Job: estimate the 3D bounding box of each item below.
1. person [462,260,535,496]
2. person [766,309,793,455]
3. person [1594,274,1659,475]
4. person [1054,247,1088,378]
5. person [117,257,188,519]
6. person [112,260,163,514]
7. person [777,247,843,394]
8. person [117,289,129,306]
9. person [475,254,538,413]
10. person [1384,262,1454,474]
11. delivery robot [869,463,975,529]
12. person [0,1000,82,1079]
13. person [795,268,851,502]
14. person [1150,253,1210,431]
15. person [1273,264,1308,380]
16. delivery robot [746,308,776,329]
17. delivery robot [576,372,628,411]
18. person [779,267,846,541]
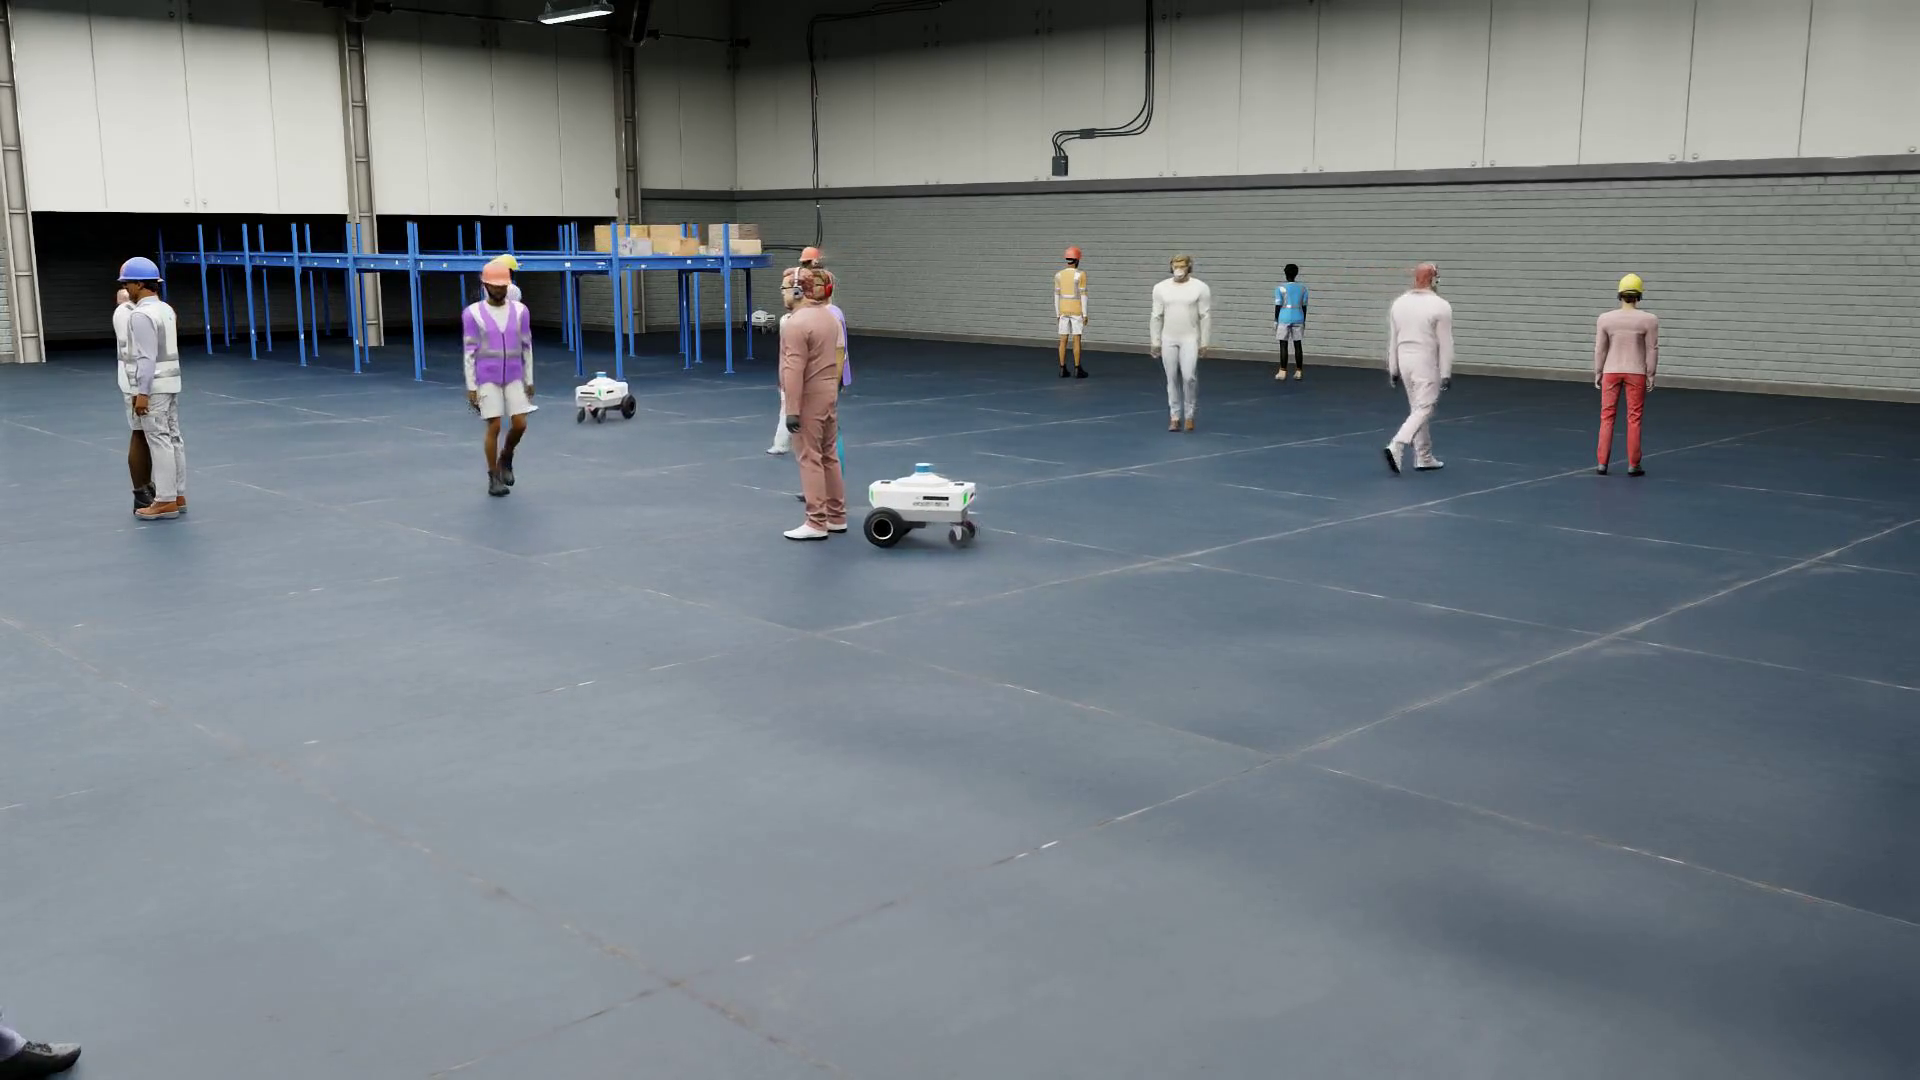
[{"bbox_3d":[-3.742,-1.319,13.570,0.606,1.909,0.516,-7,12,-34],"label":"person"},{"bbox_3d":[-1.559,-1.625,16.062,0.539,1.603,0.709,6,12,31],"label":"person"},{"bbox_3d":[5.895,-1.462,14.742,0.531,1.772,0.301,6,12,30],"label":"person"},{"bbox_3d":[1.679,-3.407,24.887,0.543,1.939,0.360,7,12,32],"label":"person"},{"bbox_3d":[-6.069,-1.146,12.527,0.388,1.947,0.613,-2,11,-9],"label":"person"},{"bbox_3d":[-6.227,-1.178,12.729,0.363,1.939,0.542,-2,11,-12],"label":"person"},{"bbox_3d":[-1.962,-2.896,22.062,0.895,1.956,0.616,-7,12,-33],"label":"person"},{"bbox_3d":[-11.623,-2.974,23.386,0.568,1.619,0.538,7,12,32],"label":"person"},{"bbox_3d":[-5.439,-2.435,19.700,0.591,1.899,0.877,6,12,29],"label":"person"},{"bbox_3d":[4.084,-1.531,14.829,0.855,1.881,0.650,-7,12,-33],"label":"person"},{"bbox_3d":[-0.258,-0.289,11.516,0.707,0.478,0.477,2,11,9],"label":"delivery robot"},{"bbox_3d":[-2.490,0.551,3.846,0.531,1.748,0.704,9,13,39],"label":"person"},{"bbox_3d":[-1.074,-1.215,13.170,0.379,1.849,0.570,-5,12,-26],"label":"person"},{"bbox_3d":[2.358,-2.125,17.947,0.626,1.919,0.599,3,11,18],"label":"person"},{"bbox_3d":[4.858,-3.212,24.476,0.540,1.697,0.317,-3,11,-14],"label":"person"},{"bbox_3d":[-4.325,-4.798,36.109,0.477,0.478,0.707,-10,14,-44],"label":"delivery robot"},{"bbox_3d":[-4.128,-1.697,19.195,0.477,0.478,0.707,3,11,16],"label":"delivery robot"},{"bbox_3d":[-1.074,-0.961,11.699,0.409,1.895,0.660,4,11,19],"label":"person"}]
